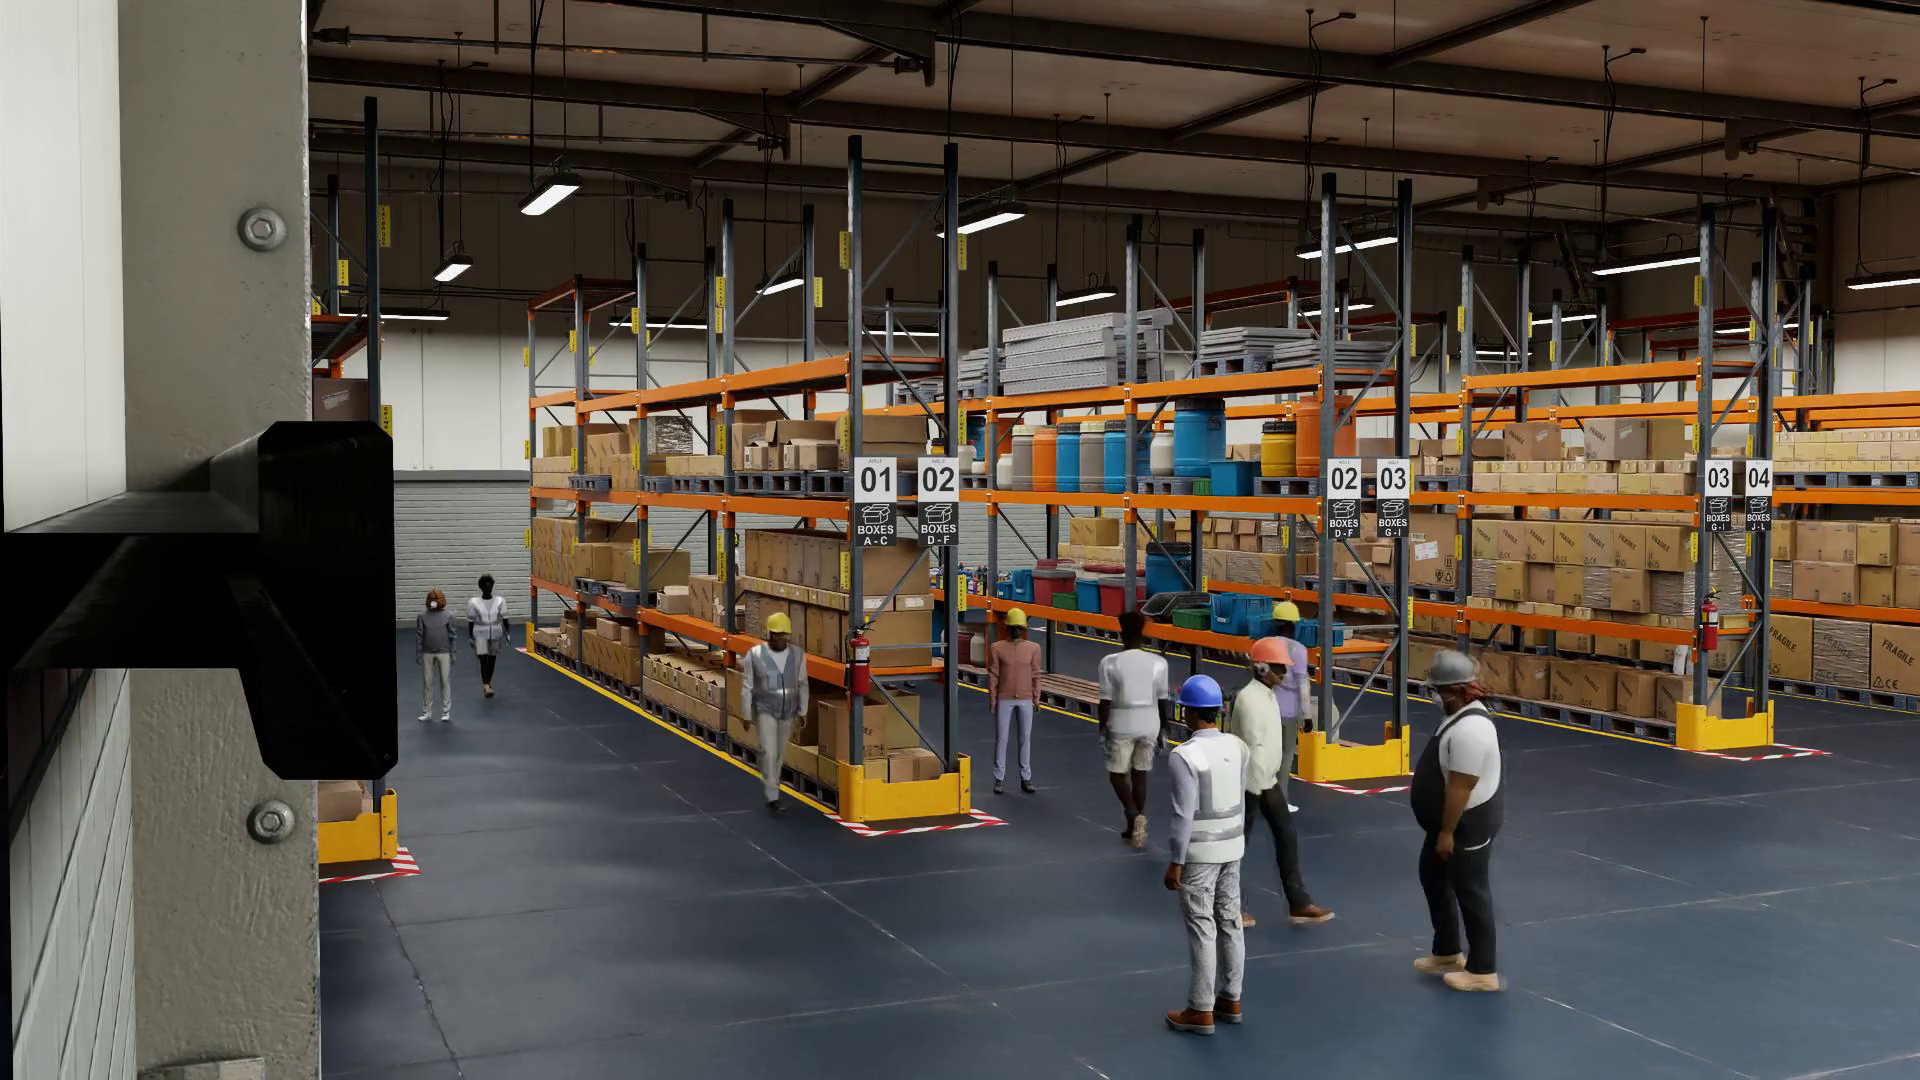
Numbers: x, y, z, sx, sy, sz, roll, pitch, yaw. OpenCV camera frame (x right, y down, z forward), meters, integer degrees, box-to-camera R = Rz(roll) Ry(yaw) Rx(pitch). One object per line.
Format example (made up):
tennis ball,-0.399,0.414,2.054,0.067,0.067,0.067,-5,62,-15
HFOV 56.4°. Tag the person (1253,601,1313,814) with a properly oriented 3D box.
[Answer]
person,2.893,1.504,16.046,0.420,1.912,0.591,-2,3,-35

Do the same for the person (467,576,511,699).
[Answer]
person,-6.392,1.310,24.304,0.543,1.645,0.881,-1,2,-28

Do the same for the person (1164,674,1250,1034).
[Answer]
person,1.352,1.718,9.908,0.605,1.948,0.404,-2,3,-43

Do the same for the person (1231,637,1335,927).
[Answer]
person,2.094,1.636,11.990,0.916,1.957,0.641,1,3,29

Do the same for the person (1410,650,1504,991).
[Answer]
person,2.914,1.665,10.651,0.649,2.000,0.697,0,2,13

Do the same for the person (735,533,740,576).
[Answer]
person,-4.475,0.788,35.355,0.315,1.860,0.508,-2,3,-37

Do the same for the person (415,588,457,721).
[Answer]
person,-6.454,1.408,22.066,0.507,1.630,0.268,0,2,0

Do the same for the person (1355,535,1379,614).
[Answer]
person,7.374,0.876,32.218,0.640,1.925,0.431,-1,2,-22

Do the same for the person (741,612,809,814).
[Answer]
person,-1.616,1.555,16.091,0.586,1.792,0.842,-1,2,-28

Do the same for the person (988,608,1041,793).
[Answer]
person,0.526,1.530,17.172,0.524,1.769,0.309,0,2,-10

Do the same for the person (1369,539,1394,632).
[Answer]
person,7.316,0.934,30.926,0.569,1.895,0.866,-1,2,-14

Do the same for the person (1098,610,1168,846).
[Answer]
person,1.430,1.545,14.574,0.602,1.948,0.659,-1,2,-13

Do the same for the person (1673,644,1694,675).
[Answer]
person,9.967,1.194,24.436,0.575,1.881,0.356,-1,2,-24

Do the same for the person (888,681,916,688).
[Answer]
person,-0.827,1.214,25.409,0.533,1.768,0.311,-1,2,-27
